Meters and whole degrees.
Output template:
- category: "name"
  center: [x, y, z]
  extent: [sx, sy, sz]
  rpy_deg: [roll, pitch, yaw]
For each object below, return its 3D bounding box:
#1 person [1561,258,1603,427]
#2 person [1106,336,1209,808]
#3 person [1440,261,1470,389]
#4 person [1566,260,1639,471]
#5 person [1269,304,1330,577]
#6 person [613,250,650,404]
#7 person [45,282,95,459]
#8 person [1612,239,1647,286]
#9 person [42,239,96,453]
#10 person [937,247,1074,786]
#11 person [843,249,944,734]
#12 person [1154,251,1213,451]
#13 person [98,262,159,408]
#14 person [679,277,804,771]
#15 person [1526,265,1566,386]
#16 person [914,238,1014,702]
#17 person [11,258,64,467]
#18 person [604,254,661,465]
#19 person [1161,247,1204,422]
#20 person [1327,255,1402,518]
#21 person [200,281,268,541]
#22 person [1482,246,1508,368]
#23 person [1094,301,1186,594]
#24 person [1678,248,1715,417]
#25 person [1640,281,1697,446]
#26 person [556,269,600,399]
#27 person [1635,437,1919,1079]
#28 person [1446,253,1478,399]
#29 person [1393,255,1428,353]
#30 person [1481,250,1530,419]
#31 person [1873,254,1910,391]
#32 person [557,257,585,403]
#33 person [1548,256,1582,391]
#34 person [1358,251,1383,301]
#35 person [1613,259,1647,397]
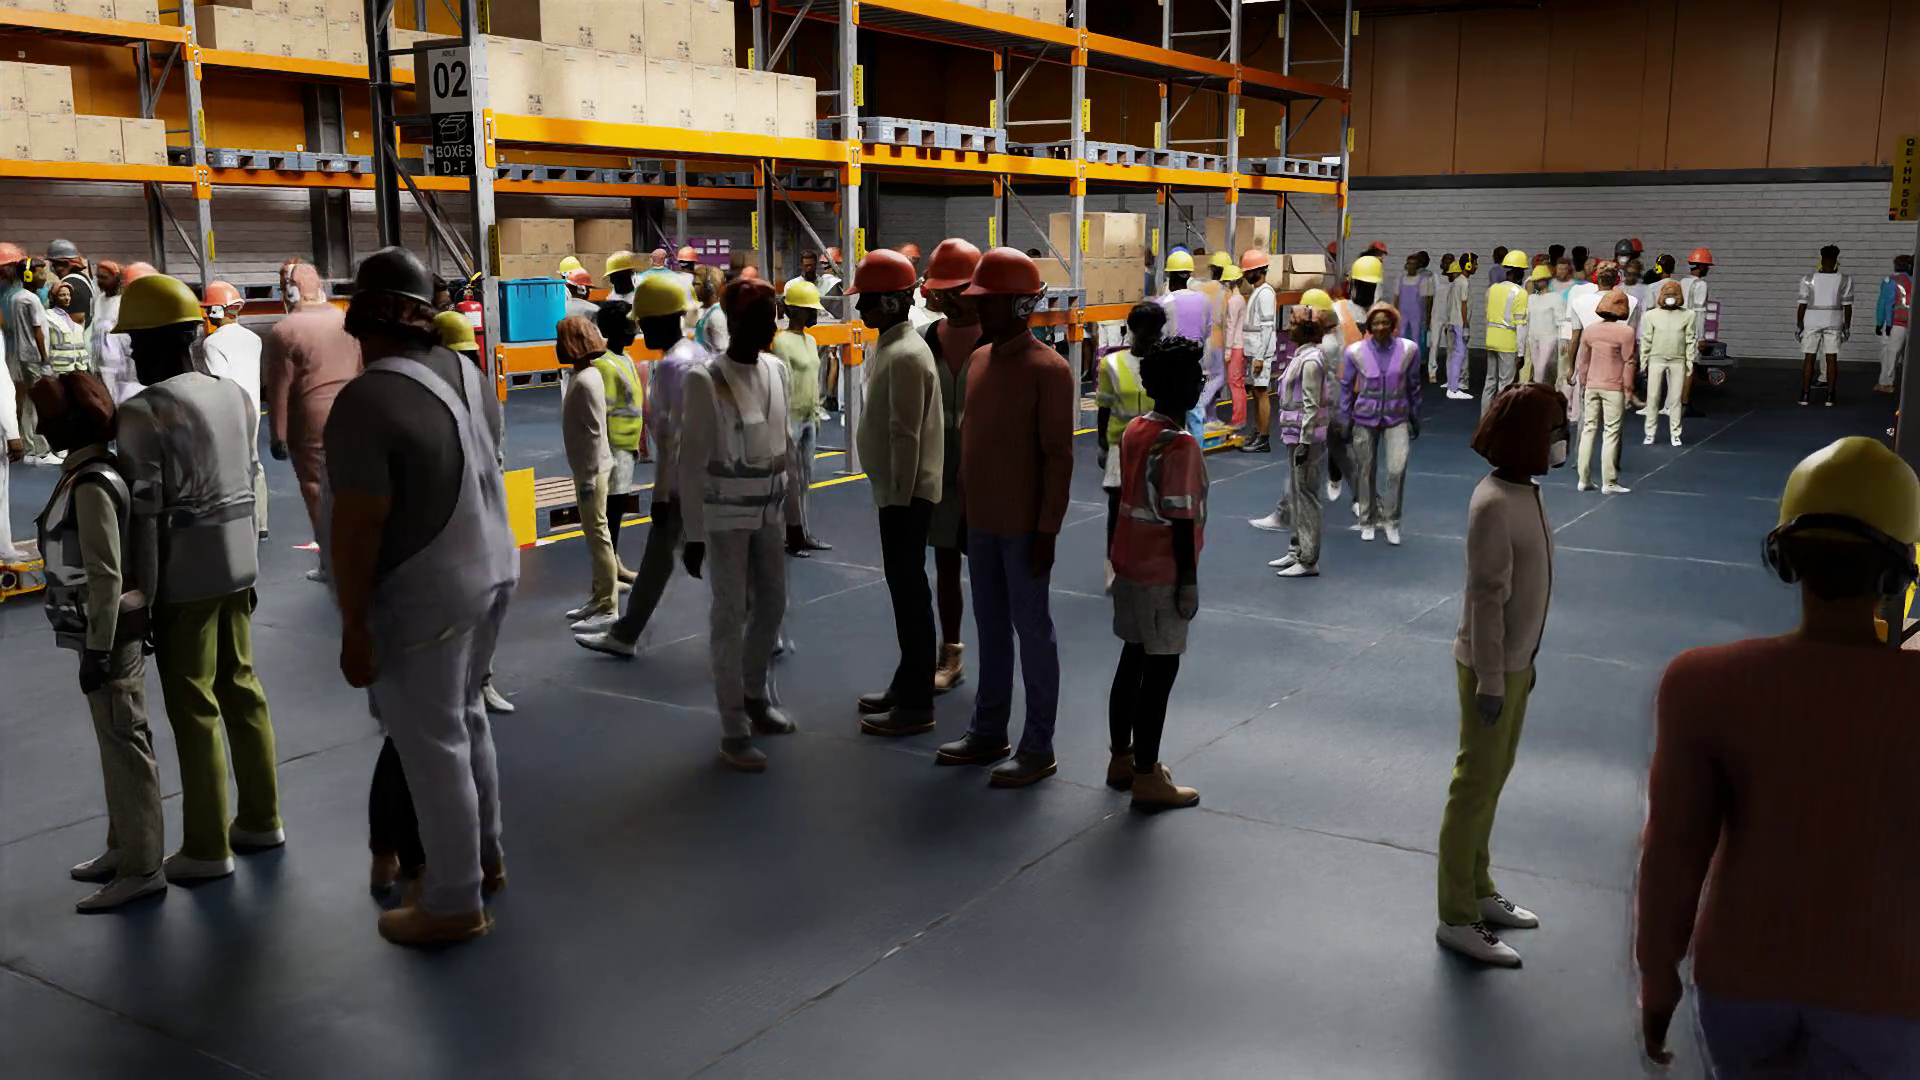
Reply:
- category: "person"
  center: [6.782, -2.143, 18.110]
  extent: [0.417, 1.828, 0.561]
  rpy_deg: [-2, 10, -9]
- category: "person"
  center: [0.717, 0.116, 5.975]
  extent: [0.321, 1.690, 0.536]
  rpy_deg: [-3, 11, -15]
- category: "person"
  center: [6.763, -2.925, 22.696]
  extent: [0.330, 1.735, 0.490]
  rpy_deg: [-2, 10, -13]
- category: "person"
  center: [5.601, -1.508, 14.523]
  extent: [0.562, 1.847, 0.390]
  rpy_deg: [3, 11, 14]
- category: "person"
  center: [2.069, -0.599, 10.051]
  extent: [0.309, 1.645, 0.514]
  rpy_deg: [0, 10, 3]
- category: "person"
  center: [-3.725, -2.287, 18.683]
  extent: [0.403, 1.904, 0.651]
  rpy_deg: [-8, 13, -36]
- category: "person"
  center: [-8.311, -1.577, 15.479]
  extent: [0.306, 1.640, 0.523]
  rpy_deg: [5, 11, 25]
- category: "person"
  center: [8.430, -2.817, 21.242]
  extent: [0.678, 2.000, 0.537]
  rpy_deg: [2, 10, 12]
- category: "person"
  center: [-8.422, -1.821, 15.722]
  extent: [0.538, 2.000, 0.689]
  rpy_deg: [-3, 11, -17]
- category: "person"
  center: [0.176, -0.087, 6.241]
  extent: [0.377, 1.995, 0.608]
  rpy_deg: [-7, 13, -35]
- category: "person"
  center: [-0.271, -0.199, 6.897]
  extent: [0.408, 1.985, 0.617]
  rpy_deg: [-1, 10, -6]
- category: "person"
  center: [1.830, -1.439, 13.912]
  extent: [0.585, 1.929, 0.370]
  rpy_deg: [-6, 12, -30]
- category: "person"
  center: [-5.333, -0.878, 10.941]
  extent: [0.988, 1.889, 0.557]
  rpy_deg: [10, 14, 44]
- category: "person"
  center: [-0.895, -0.068, 6.454]
  extent: [0.507, 1.886, 0.742]
  rpy_deg: [7, 12, 33]
- category: "person"
  center: [6.524, -2.239, 18.885]
  extent: [0.842, 1.729, 0.538]
  rpy_deg: [-6, 12, -31]
- category: "person"
  center: [0.012, -0.296, 7.319]
  extent: [0.612, 2.029, 0.407]
  rpy_deg: [4, 11, 21]
- category: "person"
  center: [-8.301, -1.591, 14.936]
  extent: [0.526, 1.864, 0.315]
  rpy_deg: [9, 13, 40]
- category: "person"
  center: [-2.960, -1.627, 15.018]
  extent: [0.585, 1.903, 0.439]
  rpy_deg: [7, 12, 34]
- category: "person"
  center: [2.370, -2.189, 18.016]
  extent: [0.389, 1.946, 0.614]
  rpy_deg: [-7, 13, -36]
- category: "person"
  center: [2.936, -1.139, 12.282]
  extent: [0.612, 1.910, 0.637]
  rpy_deg: [1, 10, 4]
- category: "person"
  center: [-4.818, -0.824, 10.991]
  extent: [0.330, 1.750, 0.573]
  rpy_deg: [1, 10, 5]
- category: "person"
  center: [8.572, -3.689, 26.385]
  extent: [0.630, 1.932, 0.364]
  rpy_deg: [-8, 13, -38]
- category: "person"
  center: [1.027, -0.515, 9.468]
  extent: [0.555, 1.670, 0.641]
  rpy_deg: [2, 10, 9]
- category: "person"
  center: [8.397, -2.365, 19.058]
  extent: [0.387, 1.929, 0.544]
  rpy_deg: [-1, 10, -6]
- category: "person"
  center: [6.967, -1.734, 16.397]
  extent: [0.505, 1.623, 0.292]
  rpy_deg: [4, 11, 20]
- category: "person"
  center: [-3.601, -1.691, 15.806]
  extent: [0.565, 1.748, 0.339]
  rpy_deg: [4, 11, 22]
- category: "person"
  center: [1.367, 0.699, 2.657]
  extent: [0.522, 1.718, 0.926]
  rpy_deg: [8, 13, 38]
- category: "person"
  center: [6.435, -2.737, 21.303]
  extent: [0.325, 1.862, 0.513]
  rpy_deg: [1, 10, 7]
- category: "person"
  center: [6.468, -3.186, 23.935]
  extent: [0.537, 1.799, 0.948]
  rpy_deg: [5, 12, 27]
- category: "person"
  center: [5.535, -1.957, 16.831]
  extent: [0.404, 1.919, 0.582]
  rpy_deg: [-4, 11, -22]
- category: "person"
  center: [12.570, -2.898, 22.270]
  extent: [0.644, 1.832, 0.432]
  rpy_deg: [0, 10, 2]
- category: "person"
  center: [-4.313, -2.234, 18.576]
  extent: [0.403, 1.837, 0.591]
  rpy_deg: [1, 10, 3]
- category: "person"
  center: [7.546, -2.639, 20.830]
  extent: [0.605, 1.826, 0.598]
  rpy_deg: [8, 13, 38]
- category: "person"
  center: [5.712, -3.070, 23.127]
  extent: [0.371, 1.876, 0.684]
  rpy_deg: [5, 11, 24]
- category: "person"
  center: [8.082, -2.498, 20.166]
  extent: [0.948, 1.805, 0.542]
  rpy_deg: [-10, 14, -43]
